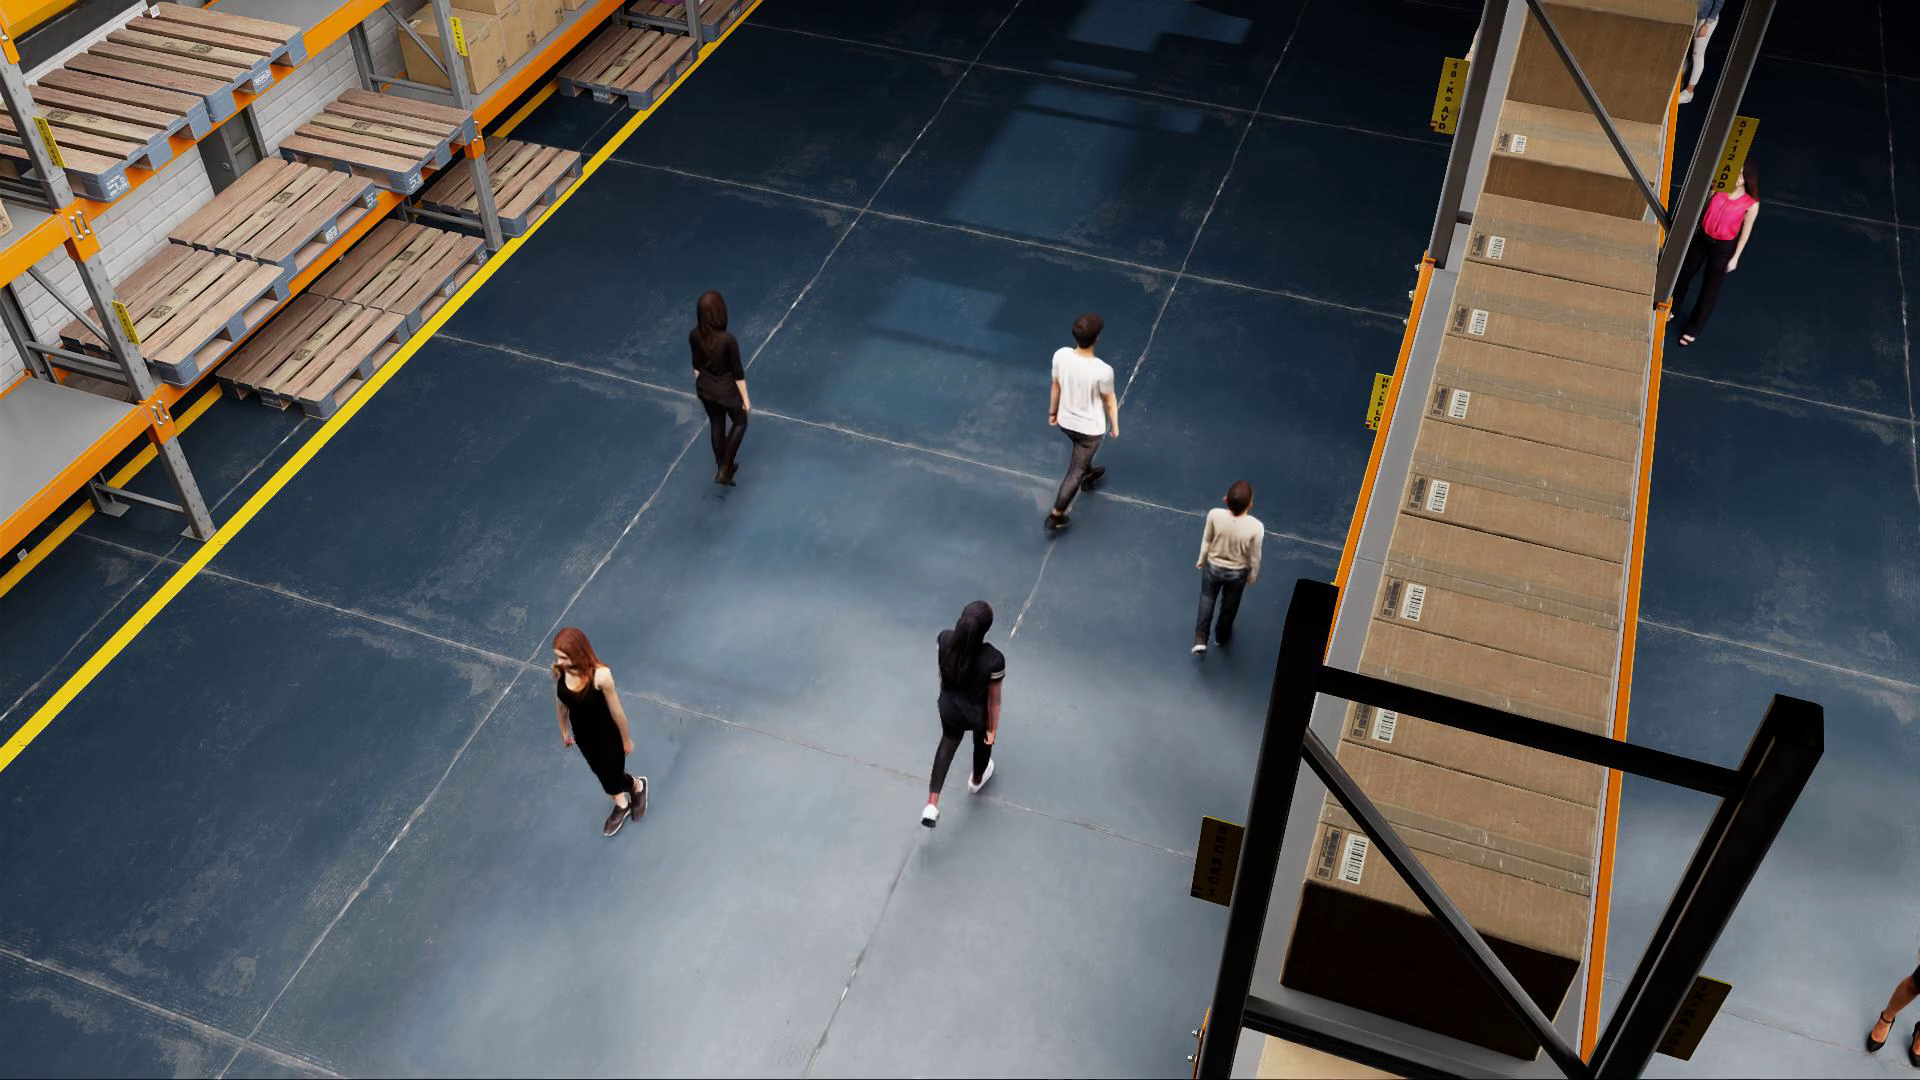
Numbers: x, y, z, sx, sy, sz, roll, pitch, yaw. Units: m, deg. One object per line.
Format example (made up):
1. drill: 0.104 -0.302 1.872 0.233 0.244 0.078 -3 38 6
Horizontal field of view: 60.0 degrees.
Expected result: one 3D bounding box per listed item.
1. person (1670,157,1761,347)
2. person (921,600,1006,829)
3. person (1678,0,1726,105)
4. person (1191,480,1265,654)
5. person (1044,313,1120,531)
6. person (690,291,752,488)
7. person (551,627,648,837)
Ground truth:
1. person: 6.086 -2.362 13.425 0.805 1.662 0.785 -32 52 -29
2. person: -0.002 1.055 9.801 0.650 1.714 1.006 18 46 18
3. person: 7.291 -5.123 16.294 0.746 1.702 0.616 -5 44 -5
4. person: 1.720 0.225 10.859 0.554 1.456 0.733 14 45 14
5. person: 0.817 -0.813 11.782 0.866 1.686 1.167 28 50 26
6. person: -1.766 -1.027 12.043 0.601 1.635 0.693 12 45 13
7. person: -2.078 1.064 9.791 0.605 1.714 0.646 15 46 15
